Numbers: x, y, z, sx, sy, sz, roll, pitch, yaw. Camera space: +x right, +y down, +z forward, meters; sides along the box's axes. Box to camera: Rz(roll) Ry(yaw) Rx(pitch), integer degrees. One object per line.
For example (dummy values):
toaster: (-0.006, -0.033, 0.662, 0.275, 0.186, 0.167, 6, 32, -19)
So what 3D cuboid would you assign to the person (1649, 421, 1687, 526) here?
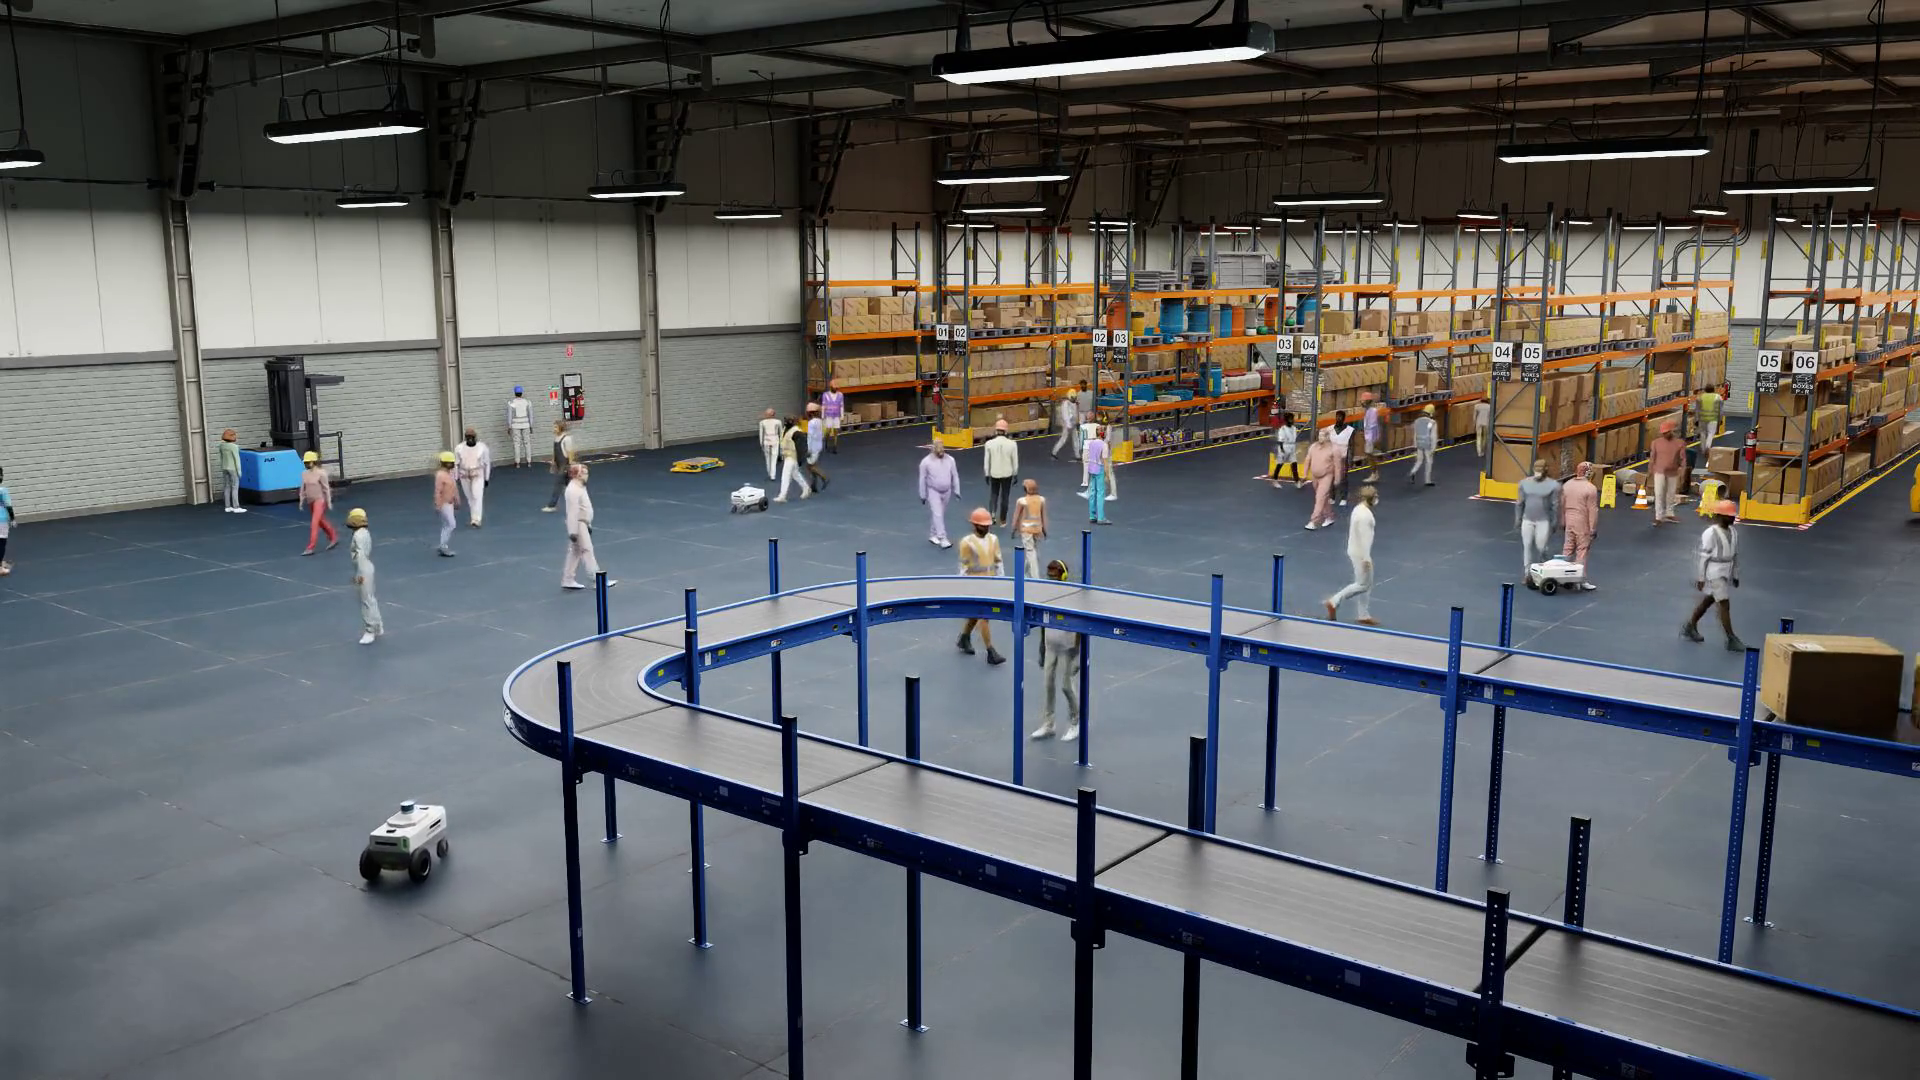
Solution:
person: (13.156, -1.250, 29.074, 0.666, 1.948, 0.746, 3, 11, 18)

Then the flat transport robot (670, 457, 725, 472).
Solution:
flat transport robot: (-6.180, -1.780, 36.842, 0.652, 0.197, 1.431, 4, 11, 20)

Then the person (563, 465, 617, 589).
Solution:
person: (-5.547, -0.188, 23.231, 0.812, 1.870, 0.673, -2, 10, -11)

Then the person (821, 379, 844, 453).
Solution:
person: (-3.224, -3.155, 39.819, 0.569, 1.915, 0.460, -3, 10, -16)

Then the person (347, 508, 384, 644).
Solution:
person: (-7.689, 0.453, 20.150, 0.347, 1.698, 0.630, -2, 10, -13)

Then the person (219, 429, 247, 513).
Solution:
person: (-14.188, -1.350, 30.465, 0.507, 1.630, 0.268, 5, 11, 27)

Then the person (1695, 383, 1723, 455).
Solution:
person: (18.913, -3.052, 39.545, 0.631, 1.815, 0.793, 7, 12, 36)

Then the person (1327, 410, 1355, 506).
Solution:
person: (7.615, -1.657, 31.399, 0.596, 1.915, 0.373, 7, 12, 36)

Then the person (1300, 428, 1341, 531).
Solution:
person: (6.599, -1.119, 28.563, 1.020, 1.853, 0.635, -8, 13, -38)

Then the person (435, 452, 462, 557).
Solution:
person: (-8.475, -0.588, 25.844, 0.430, 1.751, 0.537, 1, 10, 5)

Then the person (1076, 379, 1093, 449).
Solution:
person: (3.284, -3.309, 40.958, 0.520, 1.833, 0.904, 2, 10, 9)

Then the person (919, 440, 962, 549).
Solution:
person: (-0.341, -0.798, 26.748, 0.634, 1.850, 1.019, -6, 12, -30)

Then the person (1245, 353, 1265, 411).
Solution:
person: (9.699, -5.226, 51.522, 0.622, 1.914, 1.024, 5, 11, 26)

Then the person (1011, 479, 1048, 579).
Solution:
person: (1.016, -0.128, 23.671, 0.543, 1.589, 0.844, -6, 12, -30)

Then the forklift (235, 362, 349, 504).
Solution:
forklift: (-13.803, -2.244, 32.110, 1.129, 2.768, 1.873, 8, 13, 37)

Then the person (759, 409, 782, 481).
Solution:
person: (-4.221, -2.143, 35.052, 0.526, 1.593, 0.884, 0, 10, 3)

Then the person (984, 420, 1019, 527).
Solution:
person: (0.777, -1.231, 28.824, 0.621, 1.978, 0.430, 2, 10, 10)

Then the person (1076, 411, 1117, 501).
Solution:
person: (2.831, -1.702, 31.893, 0.913, 1.826, 0.554, -3, 11, -18)

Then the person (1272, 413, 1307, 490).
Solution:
person: (7.020, -1.886, 33.410, 0.543, 1.641, 0.912, -7, 12, -33)

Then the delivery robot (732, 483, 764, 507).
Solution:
delivery robot: (-4.152, -0.866, 30.630, 0.477, 0.478, 0.707, 6, 11, 29)

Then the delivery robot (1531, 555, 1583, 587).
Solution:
delivery robot: (8.831, 0.465, 23.140, 0.707, 0.478, 0.477, -2, 10, -9)

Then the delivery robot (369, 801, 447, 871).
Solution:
delivery robot: (-4.429, 2.343, 12.569, 0.477, 0.478, 0.707, 2, 10, 9)

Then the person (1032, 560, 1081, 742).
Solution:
person: (1.006, 1.114, 15.951, 0.534, 1.874, 0.333, 9, 13, 40)

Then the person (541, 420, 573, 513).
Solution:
person: (-7.793, -1.469, 30.702, 0.987, 1.802, 0.527, -8, 13, -39)

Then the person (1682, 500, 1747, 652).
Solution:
person: (9.617, 0.418, 19.814, 0.558, 1.890, 0.977, -6, 12, -32)

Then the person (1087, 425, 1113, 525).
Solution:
person: (2.578, -1.221, 29.139, 0.397, 1.847, 0.564, -5, 11, -27)

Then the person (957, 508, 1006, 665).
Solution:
person: (0.244, 0.528, 19.188, 0.560, 1.897, 0.985, -9, 13, -40)

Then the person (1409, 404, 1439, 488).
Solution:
person: (10.041, -2.033, 33.799, 0.510, 1.819, 0.607, -7, 12, -34)

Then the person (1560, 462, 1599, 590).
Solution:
person: (9.270, -0.223, 23.357, 0.402, 1.906, 0.652, -5, 11, -24)

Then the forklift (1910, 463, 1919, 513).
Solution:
forklift: (19.034, -1.348, 28.998, 2.313, 2.155, 1.214, 8, 13, 37)

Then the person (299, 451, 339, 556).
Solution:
person: (-10.794, -0.652, 26.290, 0.537, 1.723, 0.894, 4, 11, 23)

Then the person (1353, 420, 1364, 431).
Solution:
person: (10.535, -3.351, 41.356, 0.524, 1.769, 0.314, 10, 14, 44)

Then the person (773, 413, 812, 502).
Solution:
person: (-3.423, -1.713, 32.044, 0.927, 1.805, 0.623, -6, 12, -29)

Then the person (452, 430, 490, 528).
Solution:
person: (-8.995, -1.125, 28.763, 0.637, 1.784, 0.992, -1, 10, -4)

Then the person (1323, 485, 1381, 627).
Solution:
person: (5.274, 0.215, 20.878, 0.681, 1.912, 0.660, 2, 10, 11)

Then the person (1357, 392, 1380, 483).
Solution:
person: (9.014, -2.253, 34.496, 0.551, 2.007, 0.624, 1, 10, 6)

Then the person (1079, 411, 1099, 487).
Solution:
person: (2.831, -1.969, 33.931, 0.512, 1.641, 0.307, -3, 10, -16)

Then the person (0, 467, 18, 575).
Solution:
person: (-14.989, -0.314, 24.479, 0.557, 1.675, 0.561, 3, 11, 18)

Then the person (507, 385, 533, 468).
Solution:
person: (-10.449, -2.698, 37.164, 0.617, 1.946, 0.393, -6, 12, -31)

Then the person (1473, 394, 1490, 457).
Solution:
person: (13.056, -2.854, 39.063, 0.510, 1.598, 0.713, 5, 11, 25)

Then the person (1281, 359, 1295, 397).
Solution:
person: (11.736, -5.943, 55.918, 0.974, 1.780, 0.611, 5, 11, 28)

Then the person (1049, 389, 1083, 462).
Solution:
person: (2.627, -2.805, 38.213, 0.886, 1.802, 0.600, 7, 12, 33)

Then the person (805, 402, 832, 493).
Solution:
person: (-3.028, -1.945, 33.010, 0.549, 1.917, 0.561, 2, 10, 14)

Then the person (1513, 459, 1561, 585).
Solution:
person: (8.674, -0.265, 23.568, 0.635, 1.925, 0.429, 7, 12, 35)
